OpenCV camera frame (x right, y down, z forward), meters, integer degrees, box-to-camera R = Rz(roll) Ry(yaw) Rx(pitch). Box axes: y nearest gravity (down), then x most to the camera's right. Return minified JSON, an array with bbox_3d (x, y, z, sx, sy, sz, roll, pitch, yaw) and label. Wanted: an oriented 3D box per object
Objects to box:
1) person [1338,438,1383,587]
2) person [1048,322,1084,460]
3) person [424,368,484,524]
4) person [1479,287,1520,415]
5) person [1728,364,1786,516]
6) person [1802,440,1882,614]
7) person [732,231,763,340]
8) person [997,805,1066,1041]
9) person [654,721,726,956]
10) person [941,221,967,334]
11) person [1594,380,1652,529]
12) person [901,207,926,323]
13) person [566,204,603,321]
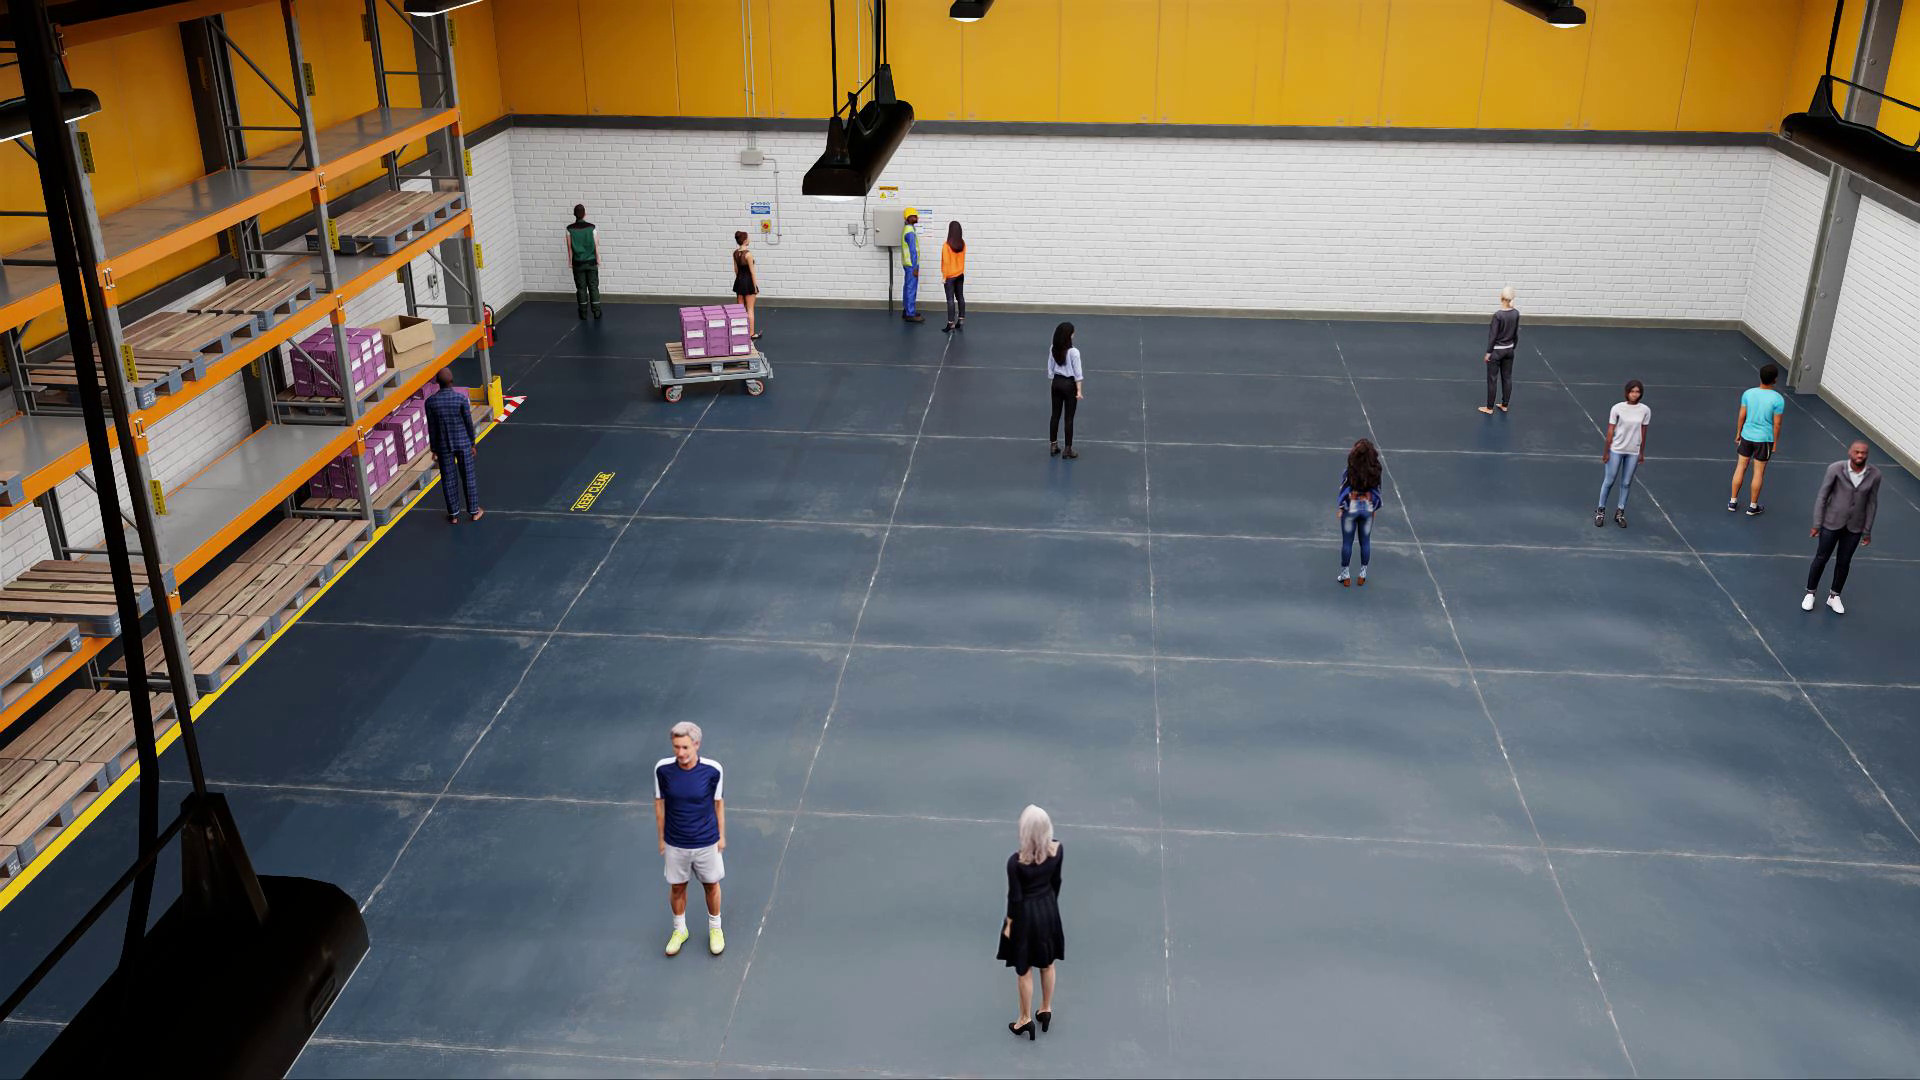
[{"bbox_3d":[4.147,-0.301,17.341,0.640,1.618,0.582,-1,24,-2],"label":"person"},{"bbox_3d":[1.301,-1.882,20.803,0.734,1.743,0.747,18,30,36],"label":"person"},{"bbox_3d":[-5.753,-1.082,18.879,0.739,1.818,0.714,-7,24,-15],"label":"person"},{"bbox_3d":[7.286,-2.565,22.388,0.687,1.726,0.668,-9,25,-19],"label":"person"},{"bbox_3d":[9.154,-1.160,19.109,0.690,1.777,0.717,20,30,37],"label":"person"},{"bbox_3d":[8.884,-0.154,16.757,0.765,1.818,0.663,7,25,15],"label":"person"},{"bbox_3d":[-3.305,-3.927,25.569,0.677,1.674,0.716,18,29,35],"label":"person"},{"bbox_3d":[0.474,2.478,10.825,0.698,1.747,0.739,-14,27,-29],"label":"person"},{"bbox_3d":[-1.880,2.067,11.649,0.657,1.839,0.589,-1,24,-2],"label":"person"},{"bbox_3d":[-0.088,-4.112,25.897,0.767,1.749,0.686,21,31,39],"label":"person"},{"bbox_3d":[7.493,-0.981,18.771,0.593,1.719,0.515,3,24,7],"label":"person"},{"bbox_3d":[-0.776,-4.403,26.483,0.787,1.813,0.603,-4,24,-9],"label":"person"},{"bbox_3d":[-6.003,-4.452,26.559,0.714,1.842,0.686,-6,24,-13],"label":"person"}]
